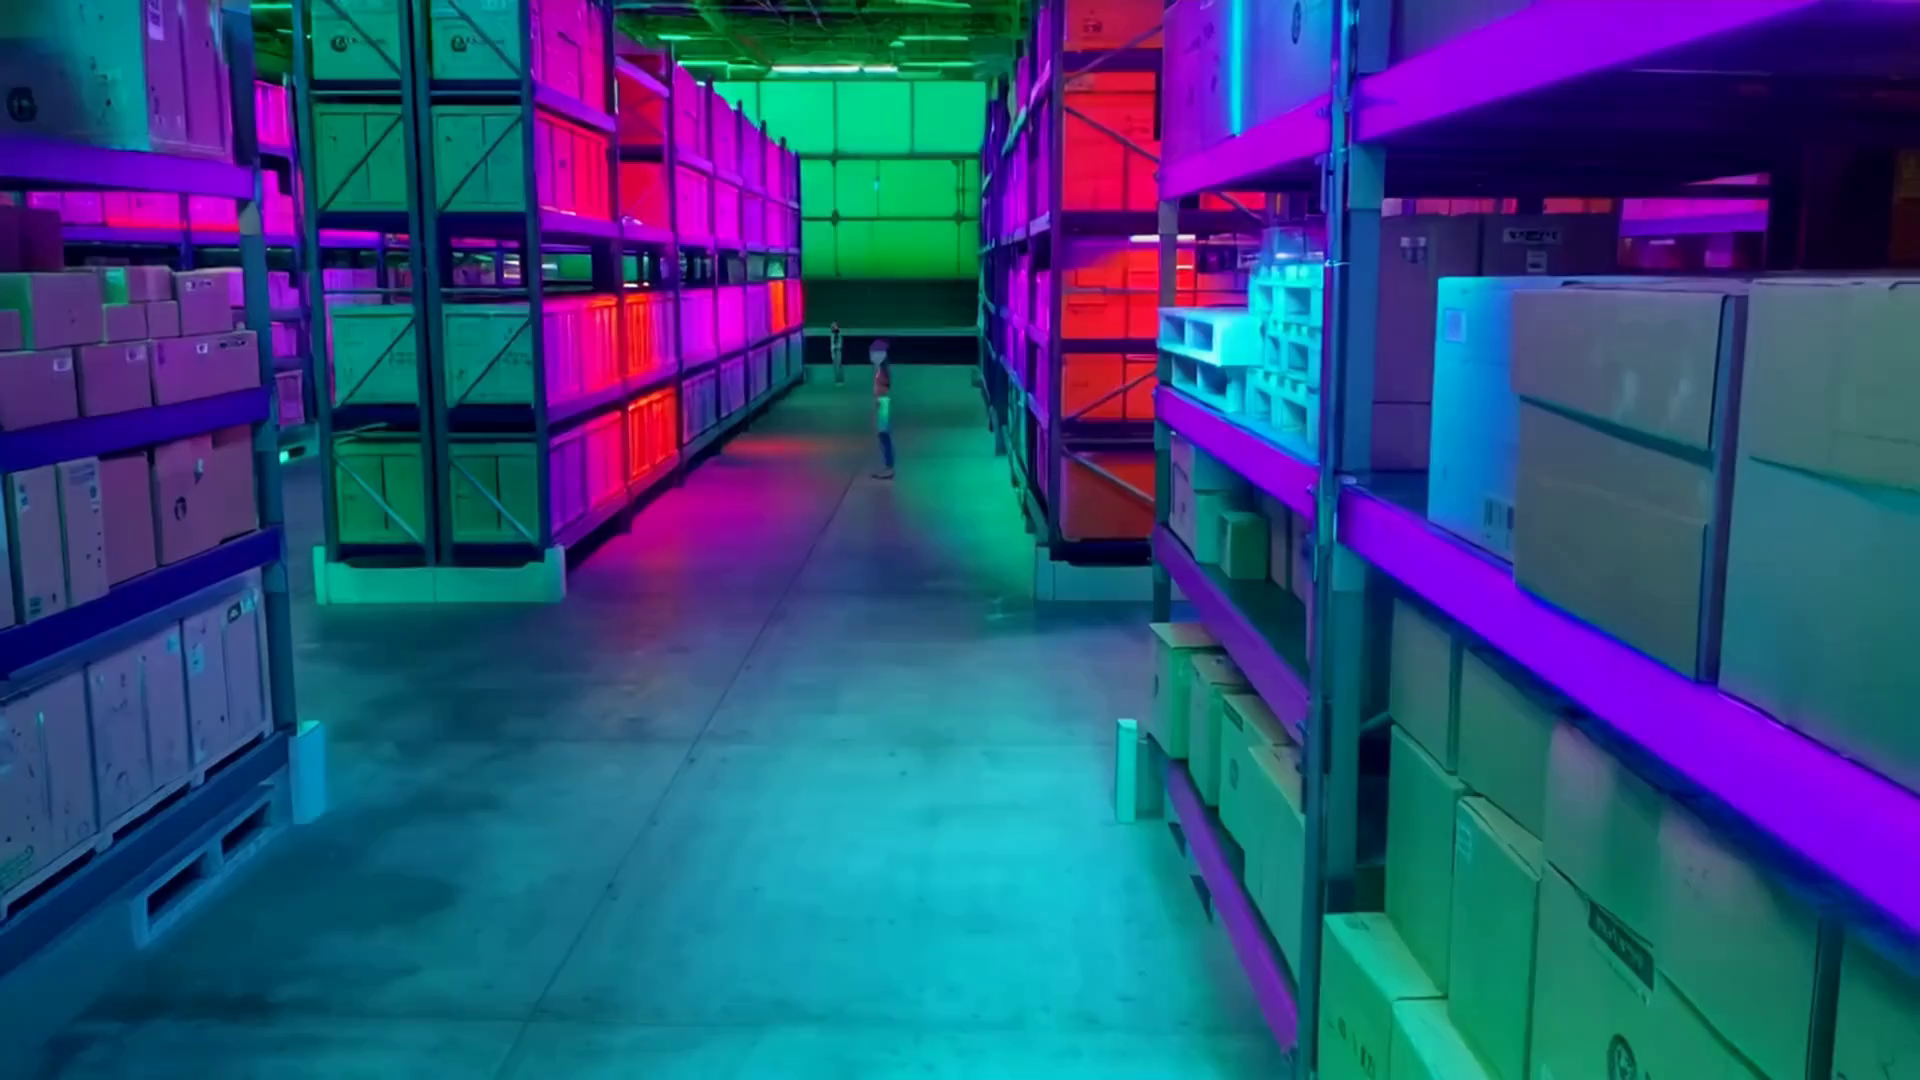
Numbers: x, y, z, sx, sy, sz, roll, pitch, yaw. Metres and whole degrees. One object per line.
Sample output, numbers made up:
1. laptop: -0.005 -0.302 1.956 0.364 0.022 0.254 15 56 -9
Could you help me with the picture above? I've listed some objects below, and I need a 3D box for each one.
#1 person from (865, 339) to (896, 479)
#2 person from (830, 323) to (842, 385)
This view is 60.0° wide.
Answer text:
1. person: -1.155 -1.876 24.012 0.439 2.029 0.637 -1 9 -7
2. person: -3.231 -4.841 43.380 0.351 1.624 0.522 0 9 2
